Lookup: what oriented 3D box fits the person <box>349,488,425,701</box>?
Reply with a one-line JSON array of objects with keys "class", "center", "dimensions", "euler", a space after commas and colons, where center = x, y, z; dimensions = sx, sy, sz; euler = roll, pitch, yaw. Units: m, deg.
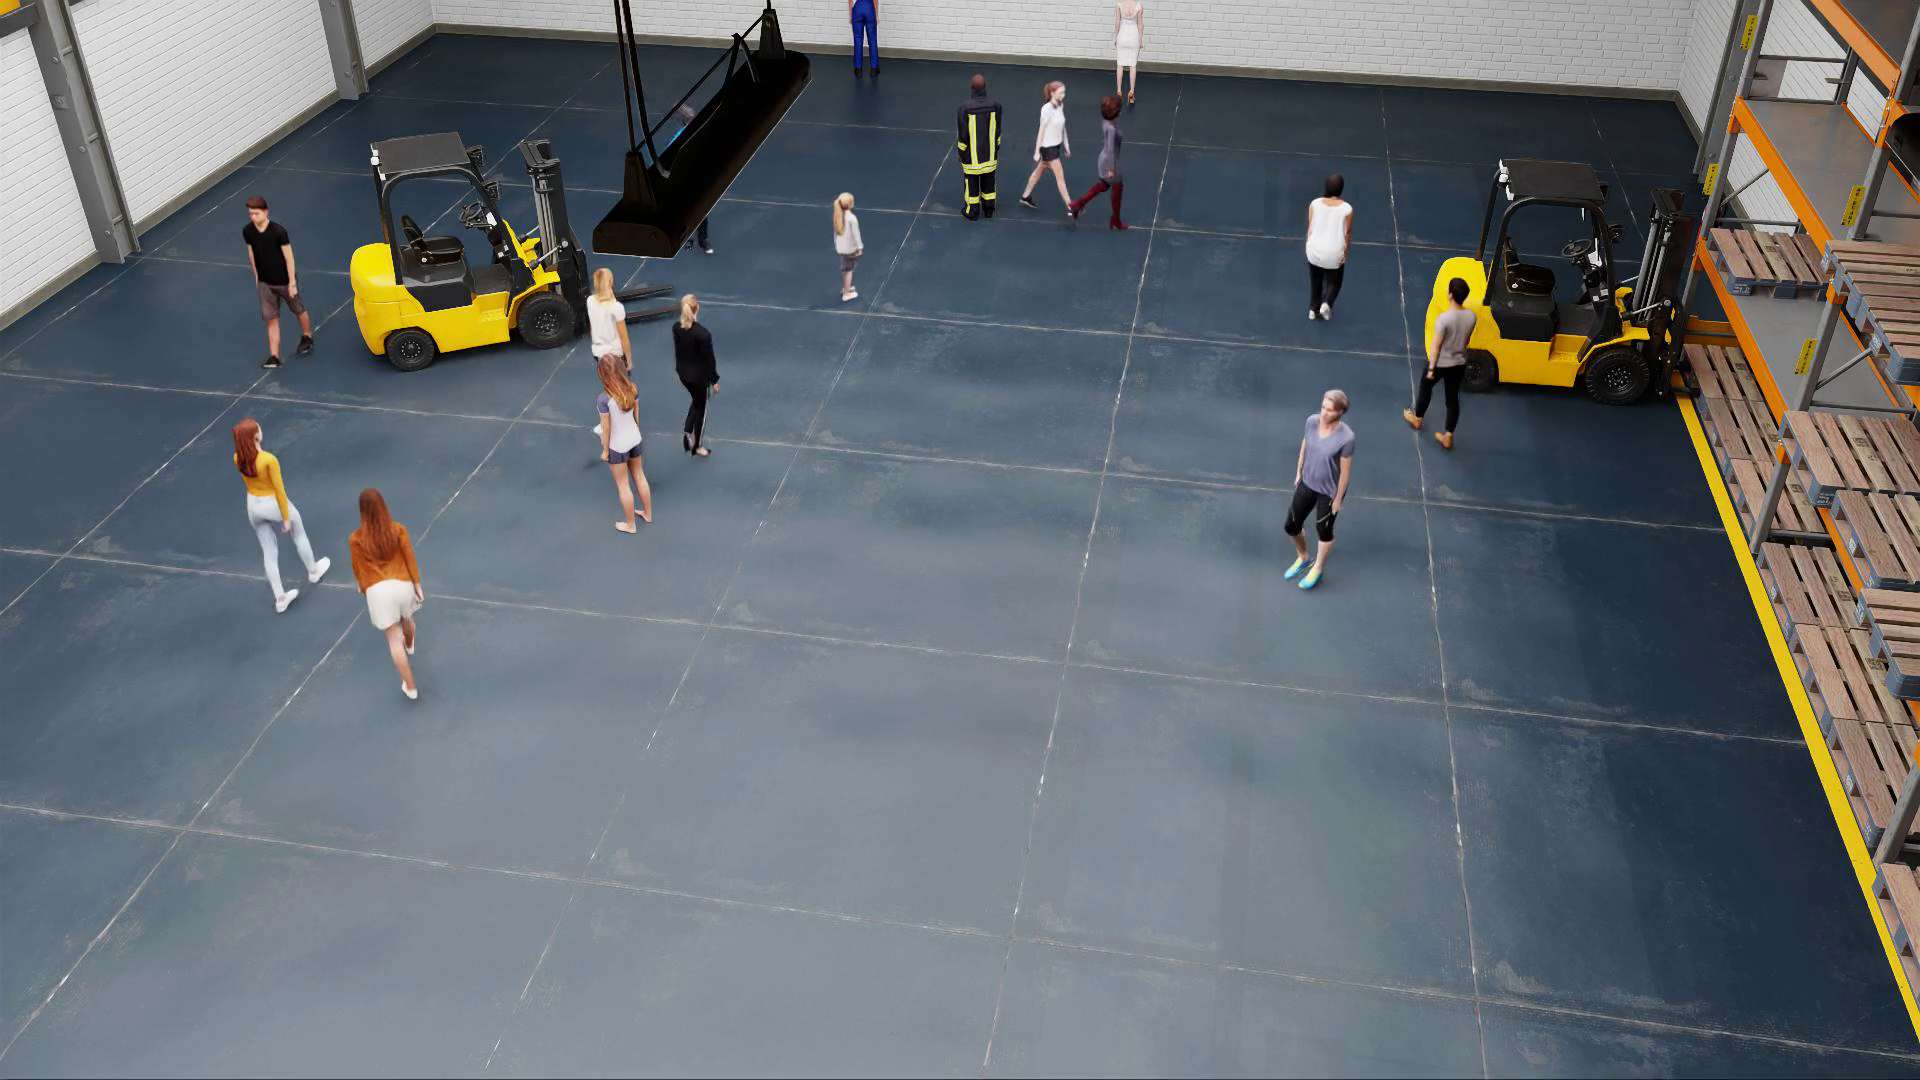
[{"class": "person", "center": [-4.361, 0.461, 12.781], "dimensions": [1.037, 1.665, 1.164], "euler": [-17, 37, -24]}]

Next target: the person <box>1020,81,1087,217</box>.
[{"class": "person", "center": [1.054, -4.897, 20.814], "dimensions": [0.929, 1.696, 1.185], "euler": [18, 38, 25]}]

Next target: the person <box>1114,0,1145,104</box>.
[{"class": "person", "center": [2.448, -7.276, 24.302], "dimensions": [0.590, 1.797, 0.507], "euler": [8, 34, 12]}]

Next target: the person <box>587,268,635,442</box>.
[{"class": "person", "center": [-3.405, -1.719, 15.947], "dimensions": [0.773, 1.791, 1.043], "euler": [16, 37, 22]}]

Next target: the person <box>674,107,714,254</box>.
[{"class": "person", "center": [-3.191, -4.309, 19.849], "dimensions": [0.763, 1.785, 0.822], "euler": [-20, 38, -27]}]

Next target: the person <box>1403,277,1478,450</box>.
[{"class": "person", "center": [4.712, -1.655, 15.938], "dimensions": [0.871, 1.694, 1.046], "euler": [-9, 35, -13]}]

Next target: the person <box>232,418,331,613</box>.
[{"class": "person", "center": [-5.716, -0.173, 13.681], "dimensions": [0.603, 1.724, 0.917], "euler": [5, 34, 7]}]

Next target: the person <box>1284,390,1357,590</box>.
[{"class": "person", "center": [3.083, -0.455, 13.966], "dimensions": [0.844, 1.879, 0.812], "euler": [-28, 42, -35]}]

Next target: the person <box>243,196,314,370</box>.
[{"class": "person", "center": [-7.119, -2.760, 17.491], "dimensions": [0.748, 1.816, 1.171], "euler": [3, 34, 5]}]

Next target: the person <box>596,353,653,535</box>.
[{"class": "person", "center": [-2.973, -0.856, 14.704], "dimensions": [0.735, 1.730, 0.626], "euler": [22, 40, 30]}]

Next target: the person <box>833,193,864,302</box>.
[{"class": "person", "center": [-1.323, -3.303, 18.805], "dimensions": [0.636, 1.265, 0.689], "euler": [28, 43, 35]}]

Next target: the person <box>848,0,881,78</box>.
[{"class": "person", "center": [-1.479, -8.026, 25.382], "dimensions": [0.665, 1.849, 0.631], "euler": [0, 34, -1]}]

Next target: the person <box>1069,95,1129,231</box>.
[{"class": "person", "center": [1.753, -4.598, 20.367], "dimensions": [0.850, 1.692, 0.983], "euler": [-4, 34, -5]}]

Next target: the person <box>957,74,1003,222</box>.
[{"class": "person", "center": [0.241, -4.898, 20.700], "dimensions": [0.858, 1.823, 0.863], "euler": [-11, 35, -16]}]

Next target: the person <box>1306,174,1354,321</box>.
[{"class": "person", "center": [4.008, -3.175, 18.241], "dimensions": [0.755, 1.677, 0.793], "euler": [17, 37, 23]}]

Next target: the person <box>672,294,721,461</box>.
[{"class": "person", "center": [-2.552, -1.473, 15.671], "dimensions": [0.736, 1.686, 0.752], "euler": [23, 40, 30]}]
